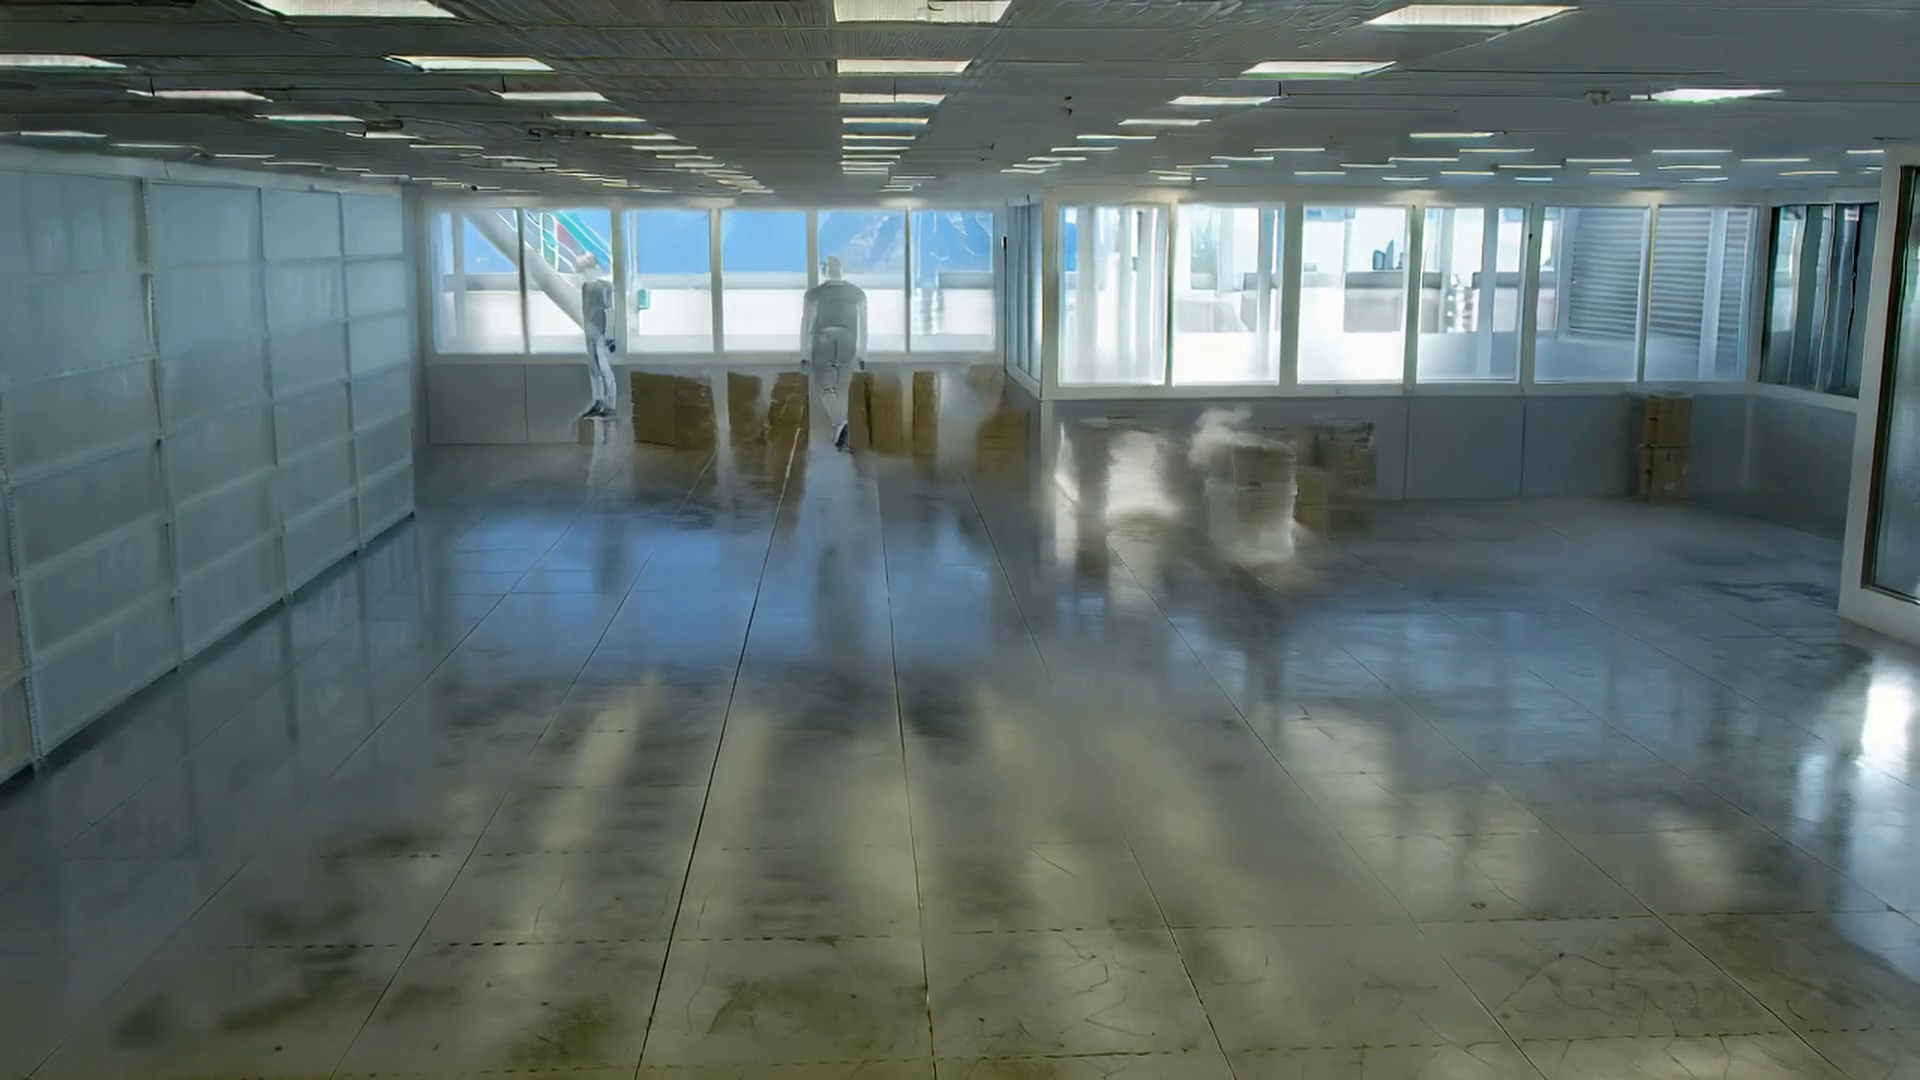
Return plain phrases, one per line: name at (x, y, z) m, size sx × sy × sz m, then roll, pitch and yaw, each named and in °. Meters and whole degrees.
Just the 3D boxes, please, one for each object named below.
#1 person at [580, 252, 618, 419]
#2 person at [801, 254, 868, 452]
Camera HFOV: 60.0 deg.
person at (-4.074, -2.281, 18.638) m, size 0.506 × 1.861 × 0.328 m, roll 9°, pitch 14°, yaw 39°
person at (-1.188, -1.788, 15.936) m, size 0.652 × 1.883 × 0.839 m, roll -5°, pitch 11°, yaw -23°
